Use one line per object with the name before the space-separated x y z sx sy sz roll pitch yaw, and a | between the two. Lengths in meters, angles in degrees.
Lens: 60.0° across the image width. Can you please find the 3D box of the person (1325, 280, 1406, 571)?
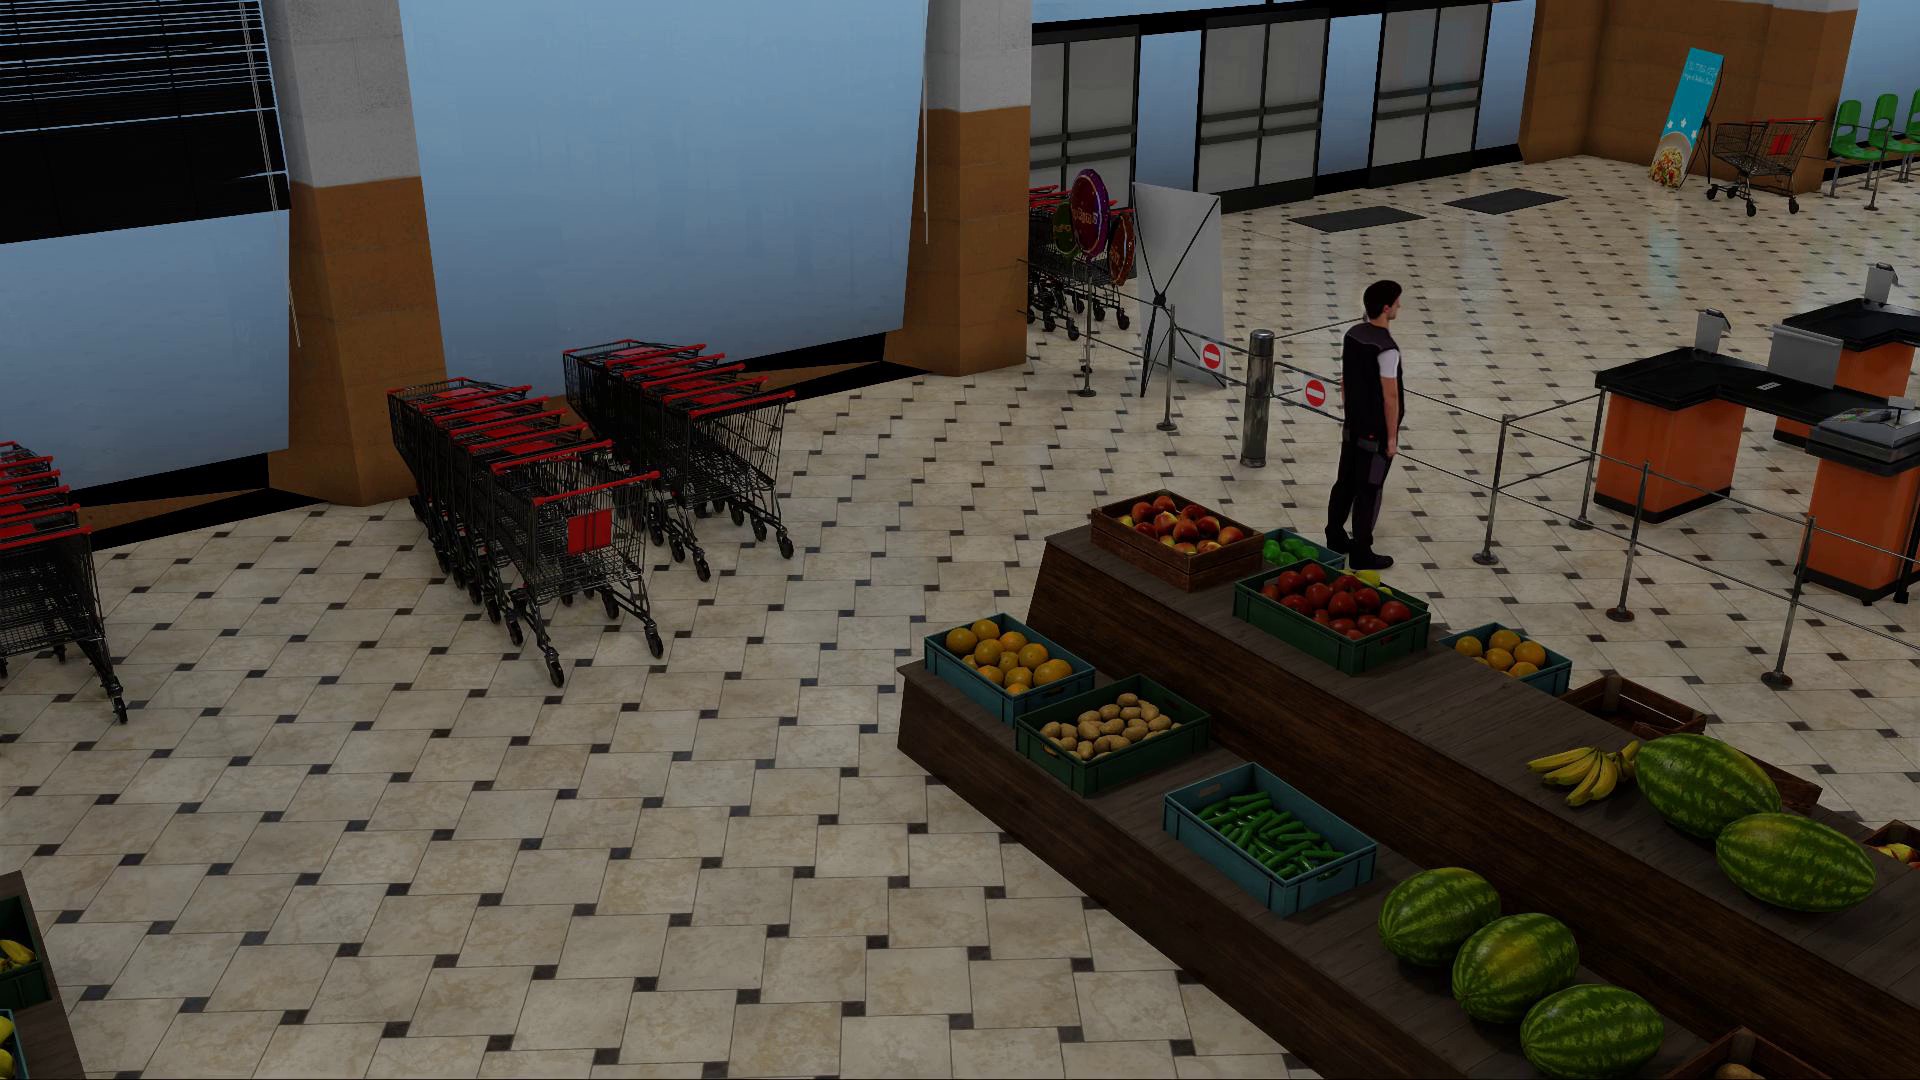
person | 2.559 -0.726 10.446 0.772 1.848 0.592 -9 25 -20
